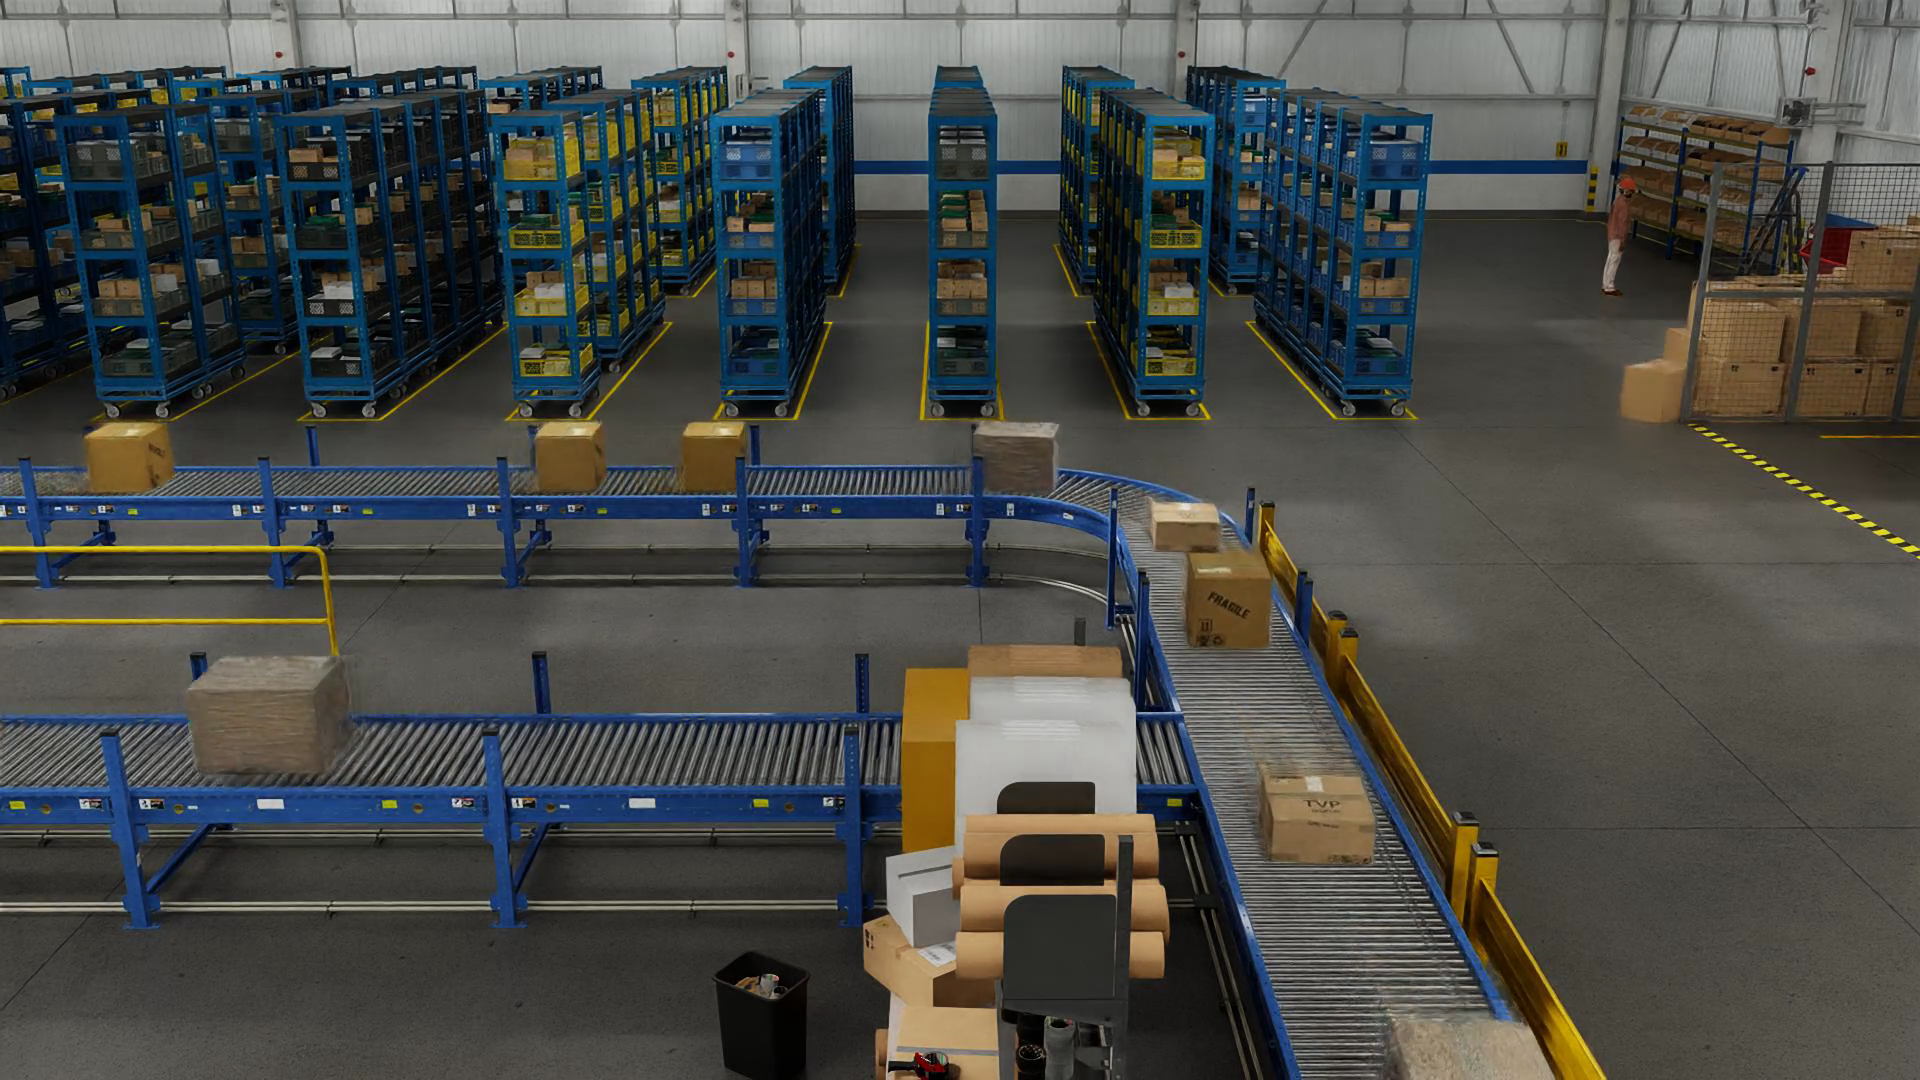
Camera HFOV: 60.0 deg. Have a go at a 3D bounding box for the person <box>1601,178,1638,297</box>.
[{"bbox_3d":[11.205,-5.135,28.257,0.401,1.987,0.608,2,18,6],"label":"person"}]

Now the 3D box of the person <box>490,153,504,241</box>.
[{"bbox_3d":[-9.555,-7.158,34.738,0.553,1.817,0.597,-3,18,-11],"label":"person"}]
